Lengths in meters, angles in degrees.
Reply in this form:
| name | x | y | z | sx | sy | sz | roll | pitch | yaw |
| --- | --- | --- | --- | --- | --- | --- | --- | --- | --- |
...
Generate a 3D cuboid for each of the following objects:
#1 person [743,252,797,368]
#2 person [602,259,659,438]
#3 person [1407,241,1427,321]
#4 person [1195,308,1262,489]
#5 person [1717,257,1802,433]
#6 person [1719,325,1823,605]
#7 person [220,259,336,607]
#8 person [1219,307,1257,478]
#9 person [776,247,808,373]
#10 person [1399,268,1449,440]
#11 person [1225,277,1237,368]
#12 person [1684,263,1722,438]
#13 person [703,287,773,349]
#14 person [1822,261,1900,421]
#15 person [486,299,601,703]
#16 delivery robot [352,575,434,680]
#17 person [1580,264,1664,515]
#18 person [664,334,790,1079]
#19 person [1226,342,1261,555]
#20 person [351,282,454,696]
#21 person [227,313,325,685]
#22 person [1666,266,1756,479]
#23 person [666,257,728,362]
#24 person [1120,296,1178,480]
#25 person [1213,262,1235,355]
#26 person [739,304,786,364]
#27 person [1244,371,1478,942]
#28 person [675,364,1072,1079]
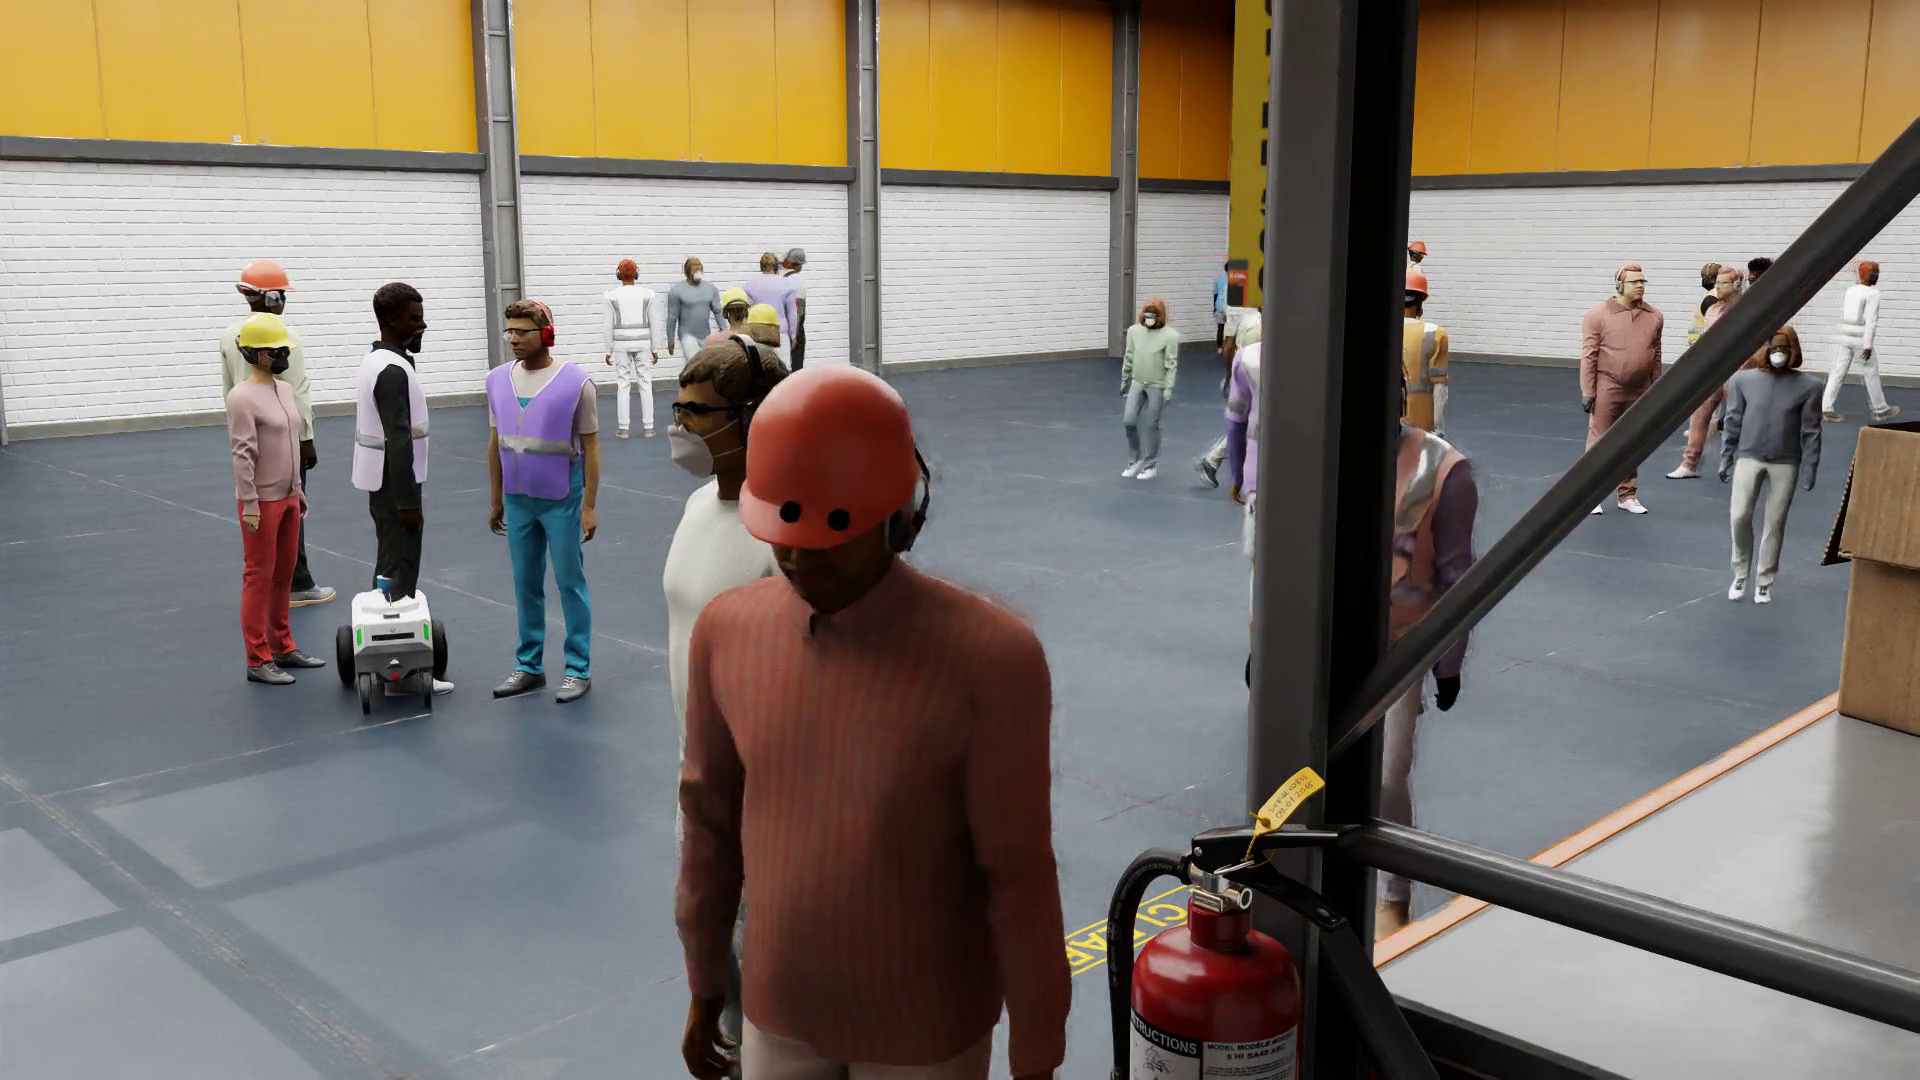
| name | x | y | z | sx | sy | sz | roll | pitch | yaw |
| --- | --- | --- | --- | --- | --- | --- | --- | --- | --- |
| person | -2.217 | -2.397 | 19.505 | 0.627 | 1.936 | 0.375 | 0 | 10 | 0 |
| person | -3.467 | -2.013 | 17.551 | 0.575 | 1.885 | 0.355 | -3 | 11 | -18 |
| person | 7.374 | -3.831 | 27.054 | 0.389 | 2.034 | 0.605 | -2 | 11 | -12 |
| person | 2.398 | -1.273 | 13.765 | 0.832 | 1.795 | 0.599 | 3 | 11 | 14 |
| person | 8.592 | -2.053 | 17.737 | 0.591 | 1.913 | 1.036 | -10 | 14 | -42 |
| person | 4.654 | -0.423 | 9.569 | 0.522 | 1.618 | 0.425 | 5 | 12 | 25 |
| person | -3.948 | -0.606 | 9.574 | 0.612 | 1.995 | 0.382 | 5 | 11 | 24 |
| person | 2.544 | -1.446 | 14.500 | 0.573 | 1.866 | 0.335 | 1 | 10 | 7 |
| person | -2.425 | -2.979 | 22.386 | 0.742 | 2.000 | 0.943 | 8 | 13 | 36 |
| person | 2.788 | -0.735 | 10.461 | 0.543 | 1.928 | 0.370 | 5 | 11 | 24 |
| person | 4.466 | -3.633 | 26.309 | 0.624 | 1.915 | 0.565 | 6 | 12 | 31 |
| person | 7.936 | -2.003 | 17.629 | 0.430 | 1.839 | 0.619 | 7 | 13 | 35 |
| person | -1.604 | -0.951 | 12.101 | 0.522 | 1.761 | 0.321 | -3 | 11 | -18 |
| person | 10.341 | -2.264 | 19.061 | 0.972 | 1.828 | 0.603 | -2 | 11 | -11 |
| person | -1.903 | -0.179 | 7.651 | 0.565 | 1.845 | 0.384 | 4 | 11 | 20 |
| delivery robot | -2.650 | 0.402 | 7.751 | 0.477 | 0.478 | 0.707 | -4 | 11 | -20 |
| person | 5.076 | -1.146 | 12.747 | 0.647 | 1.913 | 0.409 | -1 | 10 | -7 |
| person | -0.426 | 0.552 | 3.412 | 0.373 | 1.940 | 0.629 | -7 | 12 | -33 |
| person | 1.562 | -0.284 | 7.851 | 0.617 | 1.982 | 1.074 | 3 | 11 | 13 |
| person | -2.632 | -0.232 | 7.749 | 0.372 | 1.915 | 0.596 | -5 | 11 | -25 |
| person | -3.286 | -0.200 | 7.987 | 0.319 | 1.767 | 0.534 | 1 | 10 | 5 |
| person | 6.738 | -1.458 | 14.563 | 0.960 | 1.870 | 0.635 | -4 | 11 | -22 |
| person | -3.053 | -2.328 | 19.293 | 0.638 | 1.879 | 1.053 | -9 | 14 | -40 |
| person | 1.626 | -1.316 | 14.470 | 0.570 | 1.605 | 0.424 | 6 | 12 | 31 |
| person | 4.767 | -4.132 | 29.649 | 0.571 | 1.675 | 0.415 | 9 | 14 | 41 |
| person | -1.349 | -0.709 | 10.966 | 0.500 | 1.684 | 0.930 | 5 | 11 | 25 |
| person | 1.173 | 0.332 | 4.948 | 0.632 | 1.825 | 0.451 | 7 | 13 | 34 |
| person | -0.132 | 0.702 | 2.543 | 0.697 | 1.959 | 0.596 | 5 | 12 | 26 |
